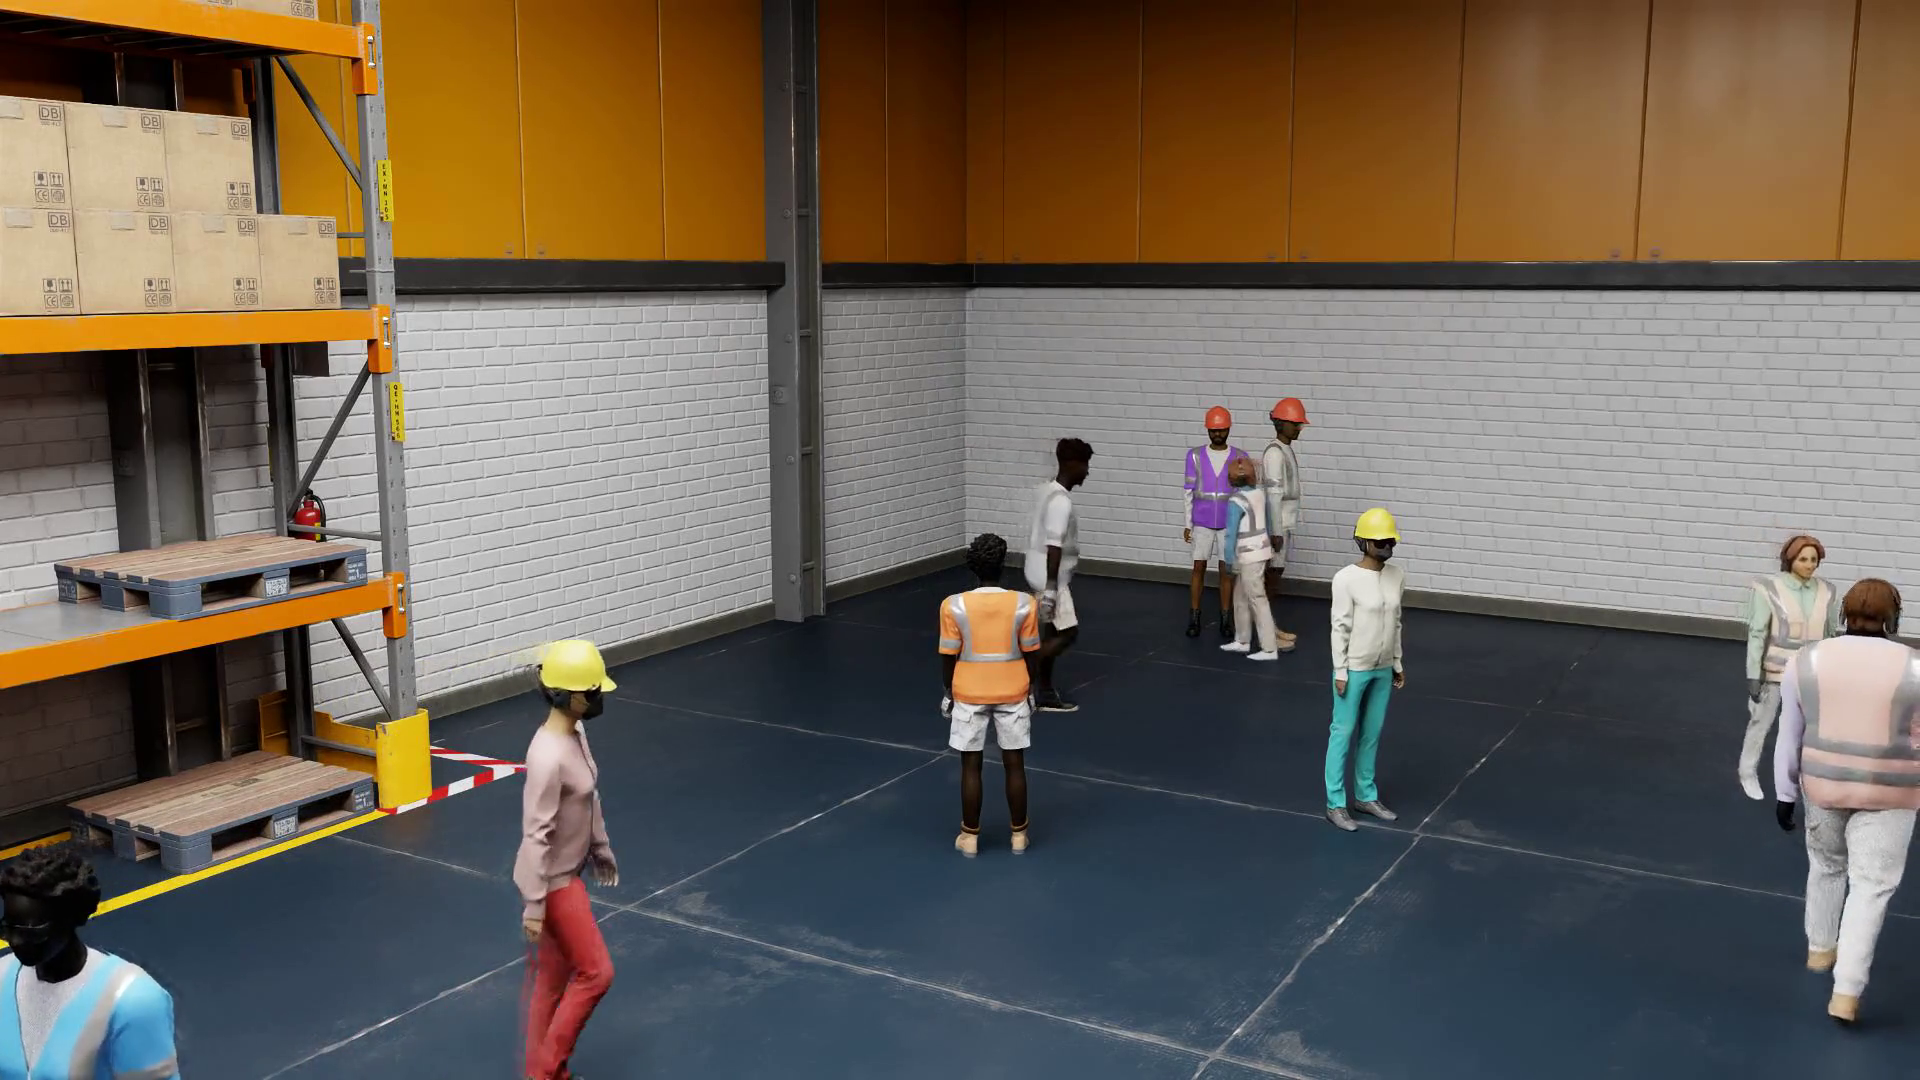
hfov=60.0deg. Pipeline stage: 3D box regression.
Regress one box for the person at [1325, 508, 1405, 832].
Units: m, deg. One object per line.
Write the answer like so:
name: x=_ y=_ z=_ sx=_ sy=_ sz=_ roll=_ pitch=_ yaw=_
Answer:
person: x=2.240 y=0.698 z=9.115 sx=0.523 sy=1.769 sz=0.324 roll=-6 pitch=11 yaw=-32

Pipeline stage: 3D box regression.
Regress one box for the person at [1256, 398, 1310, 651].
person: x=2.612 y=-0.134 z=13.456 sx=0.390 sy=2.039 sz=0.612 roll=3 pitch=9 yaw=16

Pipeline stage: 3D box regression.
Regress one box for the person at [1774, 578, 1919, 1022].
person: x=3.714 y=1.056 z=6.881 sx=0.628 sy=1.806 sz=0.900 roll=8 pitch=12 yaw=39

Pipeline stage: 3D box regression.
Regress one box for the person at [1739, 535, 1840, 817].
person: x=4.632 y=0.757 z=9.294 sx=0.537 sy=1.587 sz=0.880 roll=0 pitch=9 yaw=1

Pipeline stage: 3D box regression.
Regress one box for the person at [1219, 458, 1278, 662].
person: x=2.230 y=0.156 z=12.997 sx=0.609 sy=1.602 sz=0.538 roll=5 pitch=10 yaw=29

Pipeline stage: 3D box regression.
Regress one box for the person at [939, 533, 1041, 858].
person: x=0.152 y=0.808 z=8.639 sx=0.536 sy=1.699 sz=0.322 roll=-1 pitch=9 yaw=-6

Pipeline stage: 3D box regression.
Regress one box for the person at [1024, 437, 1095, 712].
person: x=0.640 y=0.255 z=11.378 sx=0.541 sy=1.935 sz=0.613 roll=-1 pitch=9 yaw=-6

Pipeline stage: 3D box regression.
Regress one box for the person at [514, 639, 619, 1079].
person: x=-1.418 y=1.213 z=5.967 sx=0.429 sy=1.748 sz=0.556 roll=-1 pitch=9 yaw=-6

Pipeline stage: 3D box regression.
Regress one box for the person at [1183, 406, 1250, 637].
person: x=2.135 y=-0.152 z=13.884 sx=0.542 sy=1.939 sz=0.362 roll=1 pitch=9 yaw=7

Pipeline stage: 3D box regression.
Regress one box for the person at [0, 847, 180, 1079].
person: x=-2.119 y=1.533 z=4.151 sx=0.543 sy=1.682 sz=0.488 roll=3 pitch=10 yaw=19
